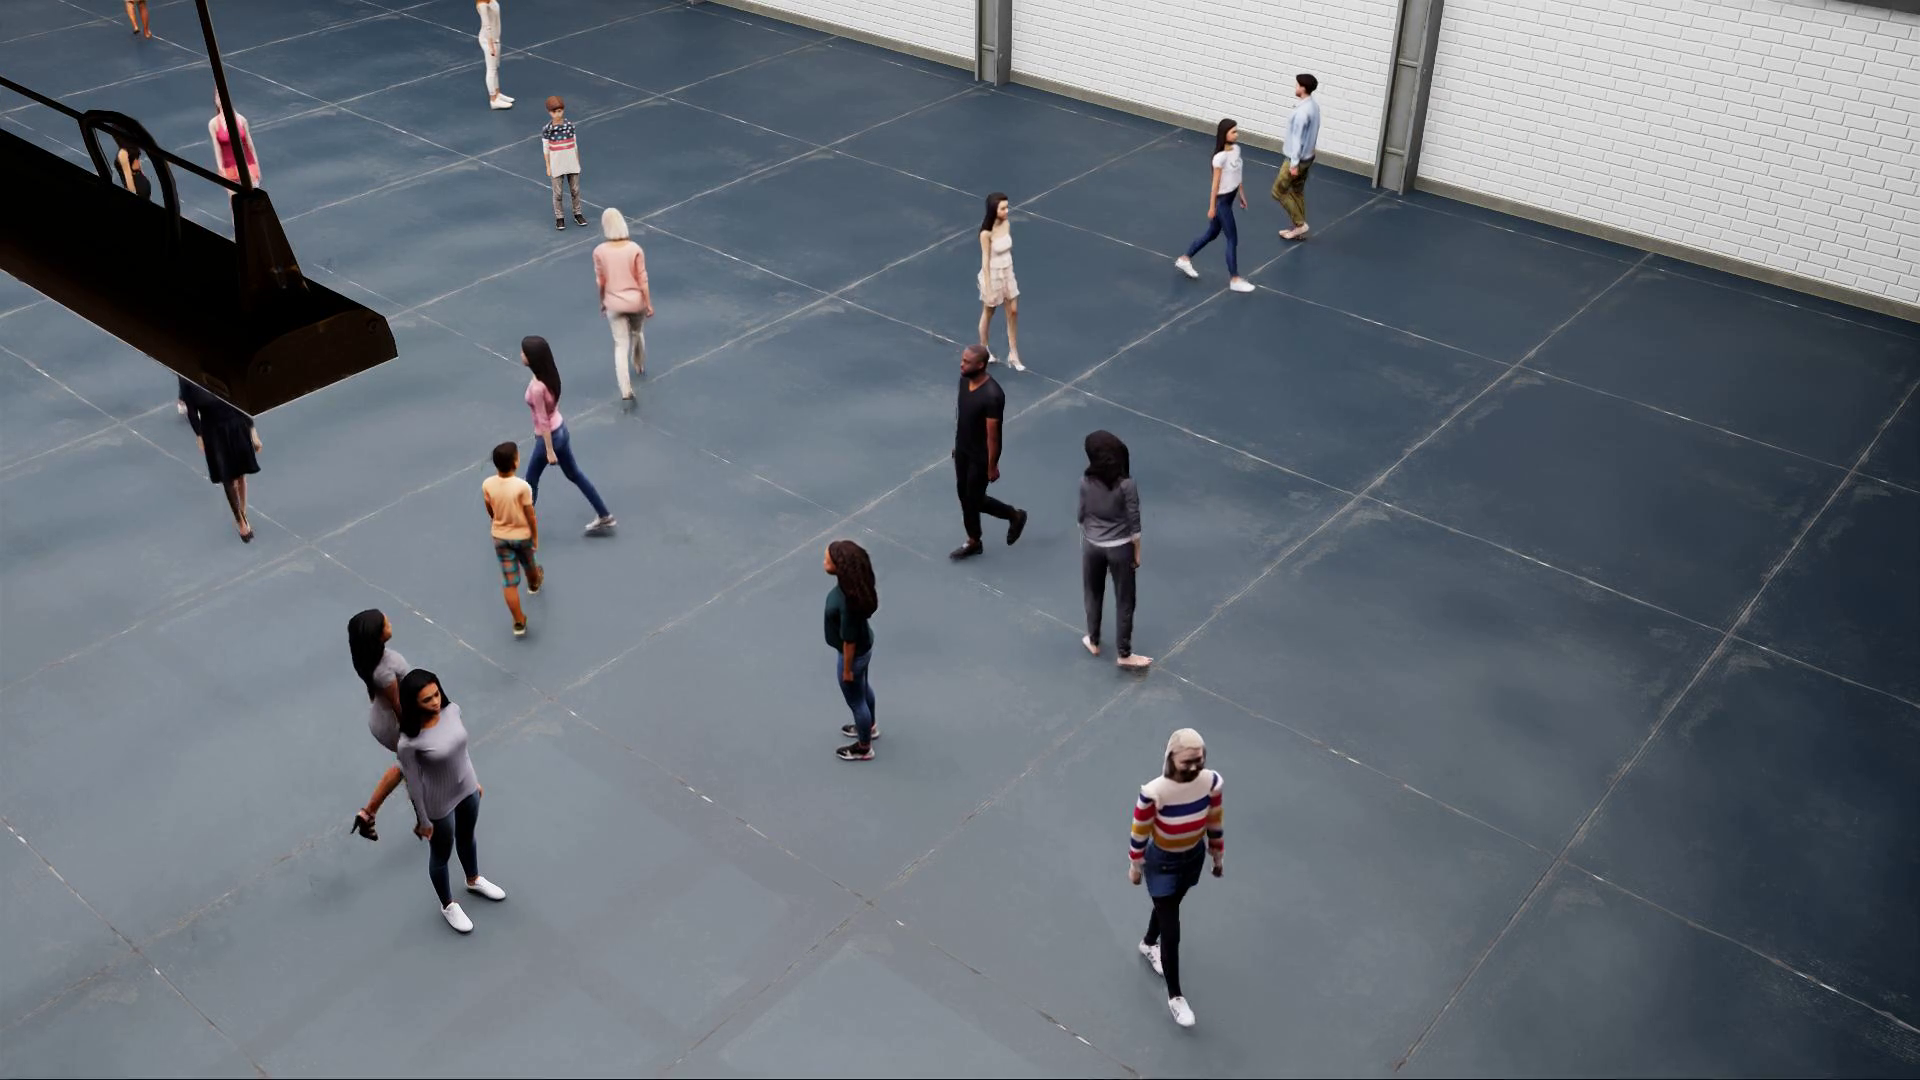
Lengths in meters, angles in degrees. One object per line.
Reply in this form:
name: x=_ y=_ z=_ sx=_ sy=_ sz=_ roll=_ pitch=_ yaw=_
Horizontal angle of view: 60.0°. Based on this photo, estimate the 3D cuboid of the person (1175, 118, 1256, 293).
person: x=2.552 y=-3.372 z=16.672 sx=1.179 sy=1.740 sz=0.760 roll=16 pitch=37 yaw=22

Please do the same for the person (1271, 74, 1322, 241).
person: x=3.656 y=-3.998 z=17.562 sx=0.740 sy=1.797 sz=0.754 roll=17 pitch=37 yaw=23

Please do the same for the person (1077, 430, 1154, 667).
person: x=1.053 y=0.099 z=11.463 sx=0.631 sy=1.726 sz=0.909 roll=22 pitch=39 yaw=29

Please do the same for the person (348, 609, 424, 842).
person: x=-3.397 y=1.178 z=9.802 sx=0.737 sy=1.768 sz=0.794 roll=-24 pitch=40 yaw=-31

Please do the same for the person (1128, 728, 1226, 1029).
person: x=1.119 y=1.686 z=9.019 sx=0.902 sy=1.788 sz=1.053 roll=-14 pitch=36 yaw=-20

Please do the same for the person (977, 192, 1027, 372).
person: x=0.264 y=-2.369 z=15.187 sx=0.792 sy=1.713 sz=0.615 roll=28 pitch=43 yaw=35

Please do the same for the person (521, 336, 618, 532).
person: x=-3.066 y=-0.764 z=12.790 sx=1.203 sy=1.694 sz=1.059 roll=1 pitch=34 yaw=1

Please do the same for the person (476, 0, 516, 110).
person: x=-6.003 y=-6.387 z=21.236 sx=0.714 sy=1.709 sz=0.655 roll=-3 pitch=34 yaw=-4

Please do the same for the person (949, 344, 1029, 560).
person: x=0.209 y=-0.668 z=12.547 sx=0.931 sy=1.803 sz=0.940 roll=-15 pitch=37 yaw=-22

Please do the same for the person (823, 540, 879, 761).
person: x=-0.681 y=0.697 z=10.665 sx=0.747 sy=1.613 sz=0.701 roll=2 pitch=34 yaw=3

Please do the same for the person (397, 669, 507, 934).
person: x=-2.920 y=1.446 z=9.428 sx=0.586 sy=1.736 sz=0.649 roll=17 pitch=37 yaw=24

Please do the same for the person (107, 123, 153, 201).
person: x=-8.317 y=-3.527 z=17.001 sx=0.948 sy=1.634 sz=0.885 roll=-2 pitch=34 yaw=-3

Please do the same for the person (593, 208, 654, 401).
person: x=-2.974 y=-2.038 z=14.719 sx=1.083 sy=1.681 sz=1.212 roll=-4 pitch=34 yaw=-6

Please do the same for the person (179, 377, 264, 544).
person: x=-5.668 y=-0.795 z=12.800 sx=0.648 sy=1.734 sz=0.751 roll=-24 pitch=40 yaw=-31

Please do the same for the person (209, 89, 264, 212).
person: x=-7.587 y=-3.917 z=17.491 sx=0.680 sy=1.742 sz=0.793 roll=-18 pitch=38 yaw=-25

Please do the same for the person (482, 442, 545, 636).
person: x=-3.200 y=0.023 z=11.851 sx=0.929 sy=1.423 sz=0.983 roll=-2 pitch=34 yaw=-4

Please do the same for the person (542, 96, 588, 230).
person: x=-4.308 y=-4.107 z=18.050 sx=0.584 sy=1.439 sz=0.581 roll=-16 pitch=37 yaw=-22
